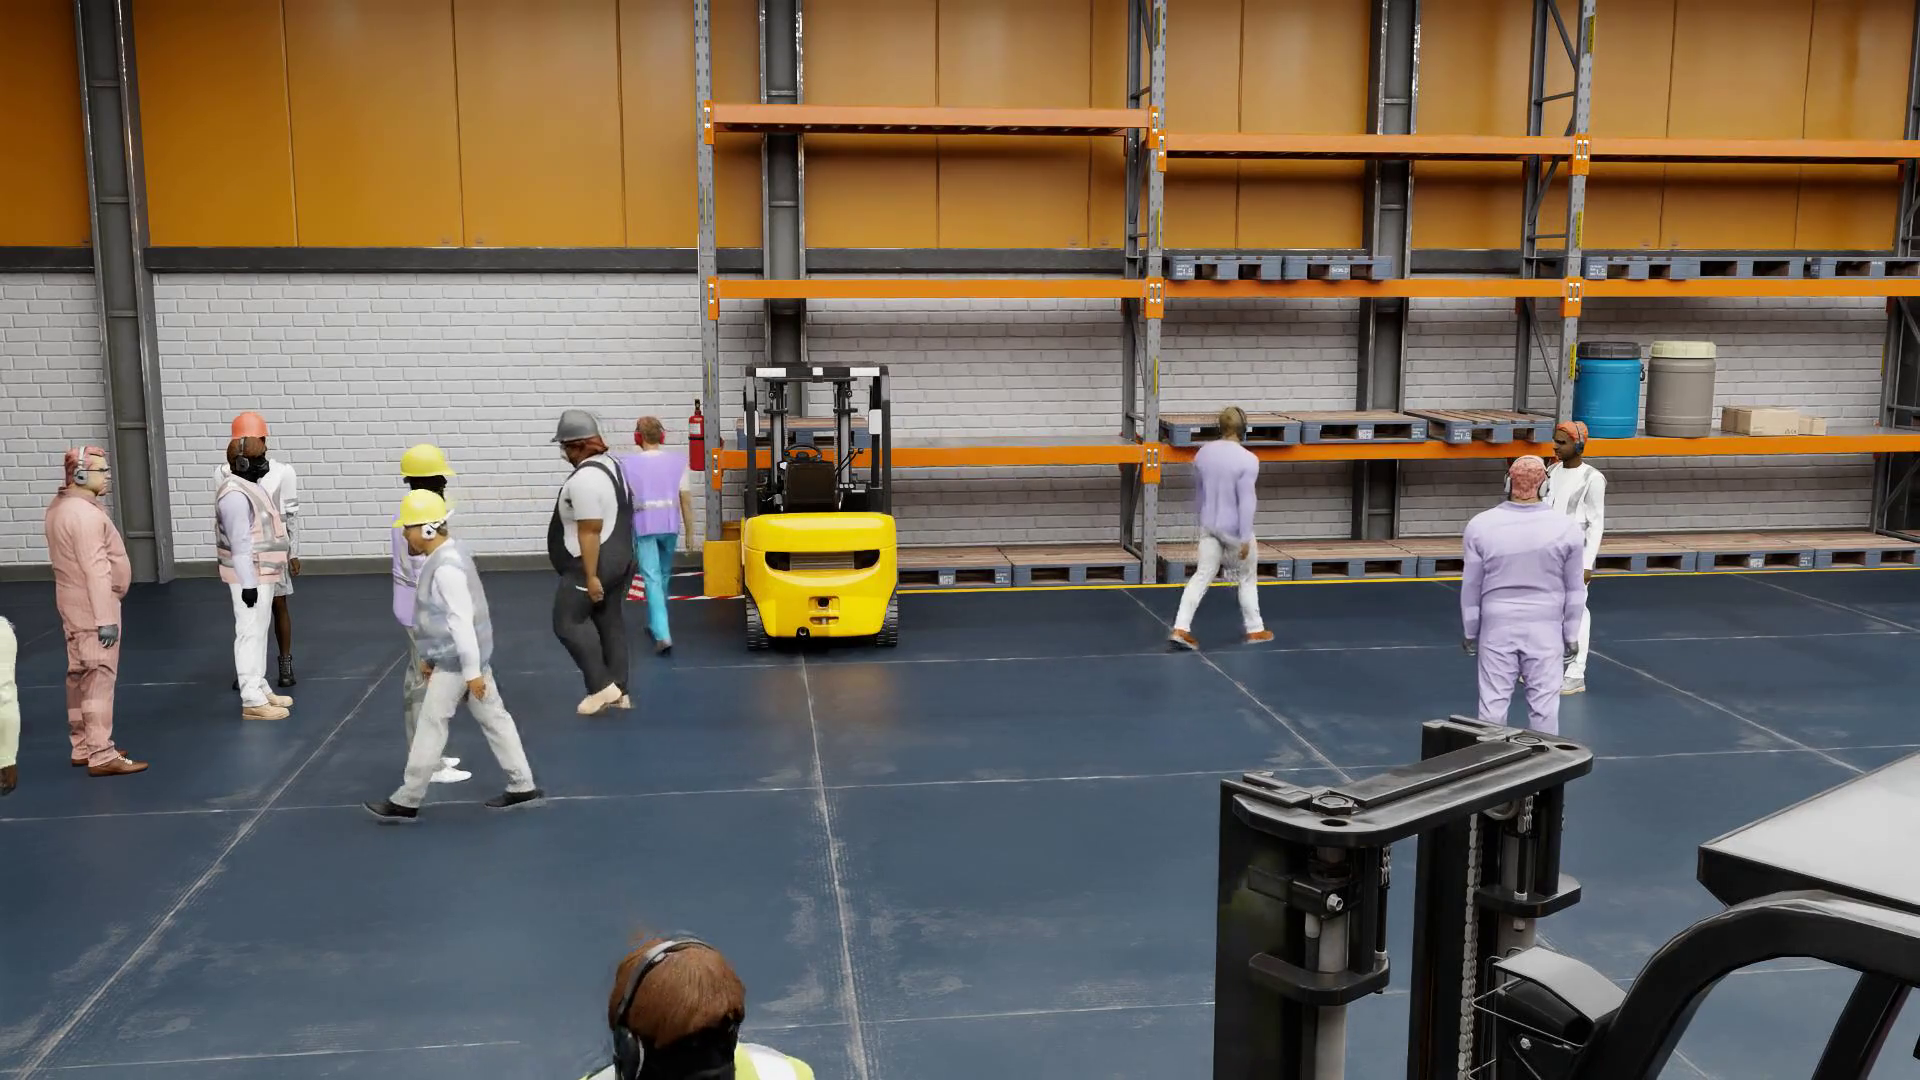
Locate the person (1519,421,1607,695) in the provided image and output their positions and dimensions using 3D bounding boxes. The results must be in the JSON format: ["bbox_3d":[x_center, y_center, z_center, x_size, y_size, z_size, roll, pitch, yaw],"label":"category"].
[{"bbox_3d":[4.174,0.120,11.480,0.356,1.880,0.574,-3,10,-19],"label":"person"}]

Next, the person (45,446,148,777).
[{"bbox_3d":[-4.994,0.405,9.615,0.404,1.904,0.651,-8,12,-42],"label":"person"}]

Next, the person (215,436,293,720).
[{"bbox_3d":[-4.589,0.242,10.832,0.429,1.843,0.631,-3,9,-16],"label":"person"}]

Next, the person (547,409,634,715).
[{"bbox_3d":[-2.416,0.138,10.863,0.543,2.000,0.702,2,9,9],"label":"person"}]

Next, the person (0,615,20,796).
[{"bbox_3d":[-4.270,0.882,6.979,0.623,1.800,0.456,-3,9,-16],"label":"person"}]

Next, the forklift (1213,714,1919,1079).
[{"bbox_3d":[1.441,1.425,2.350,1.214,2.155,2.313,-7,12,-39],"label":"forklift"}]

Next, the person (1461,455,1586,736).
[{"bbox_3d":[3.068,0.488,9.088,0.636,1.911,0.404,4,10,23],"label":"person"}]

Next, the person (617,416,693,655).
[{"bbox_3d":[-2.355,-0.044,12.789,0.587,1.797,1.032,-5,10,-27],"label":"person"}]

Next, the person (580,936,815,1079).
[{"bbox_3d":[-0.531,1.520,2.940,0.637,1.827,0.671,-6,11,-32],"label":"person"}]

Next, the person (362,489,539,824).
[{"bbox_3d":[-2.681,0.612,8.766,0.901,1.775,0.581,-2,9,-12],"label":"person"}]

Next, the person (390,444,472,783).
[{"bbox_3d":[-3.032,0.416,9.475,0.369,1.928,0.586,-4,10,-25],"label":"person"}]

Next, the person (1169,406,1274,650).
[{"bbox_3d":[2.016,-0.087,12.779,1.032,1.897,0.642,-8,12,-41],"label":"person"}]

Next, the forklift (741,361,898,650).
[{"bbox_3d":[-1.154,-0.340,13.365,1.214,2.155,2.313,-1,9,-7],"label":"forklift"}]

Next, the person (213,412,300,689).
[{"bbox_3d":[-4.883,0.075,11.570,0.552,1.937,0.356,-2,9,-15],"label":"person"}]
